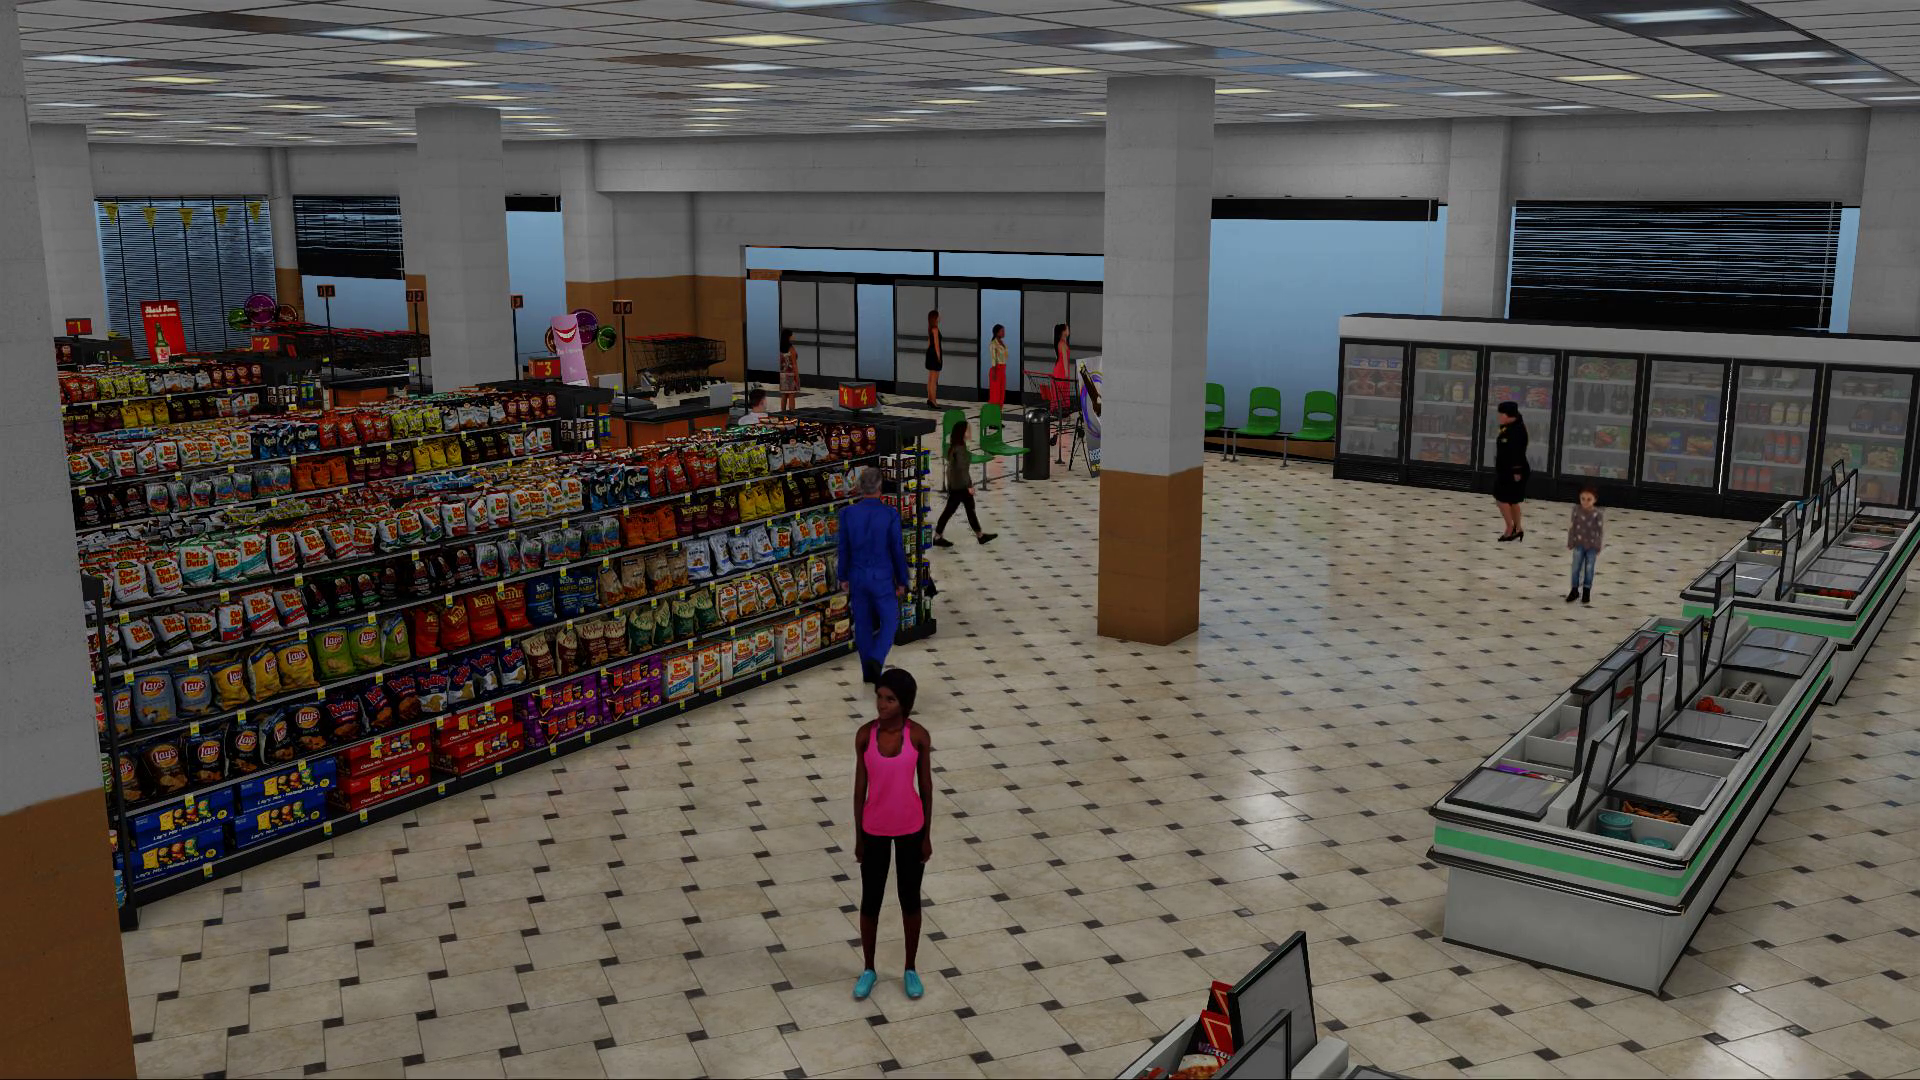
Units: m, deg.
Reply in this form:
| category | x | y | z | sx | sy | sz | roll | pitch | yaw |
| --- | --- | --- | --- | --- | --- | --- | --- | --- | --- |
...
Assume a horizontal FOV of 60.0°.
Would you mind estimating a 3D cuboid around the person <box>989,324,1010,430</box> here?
| category | x | y | z | sx | sy | sz | roll | pitch | yaw |
| --- | --- | --- | --- | --- | --- | --- | --- | --- | --- |
| person | 0.647 | -2.800 | 28.482 | 0.686 | 1.792 | 0.511 | 6 | 13 | 26 |

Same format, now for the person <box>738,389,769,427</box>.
| category | x | y | z | sx | sy | sz | roll | pitch | yaw |
| --- | --- | --- | --- | --- | --- | --- | --- | --- | --- |
| person | -2.252 | -0.778 | 18.733 | 0.719 | 1.852 | 0.690 | 2 | 12 | 11 |

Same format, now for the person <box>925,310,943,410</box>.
| category | x | y | z | sx | sy | sz | roll | pitch | yaw |
| --- | --- | --- | --- | --- | --- | --- | --- | --- | --- |
| person | -0.488 | -3.366 | 31.067 | 0.713 | 1.834 | 0.672 | -3 | 12 | -15 |

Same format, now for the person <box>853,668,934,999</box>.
| category | x | y | z | sx | sy | sz | roll | pitch | yaw |
| --- | --- | --- | --- | --- | --- | --- | --- | --- | --- |
| person | -0.338 | 1.465 | 8.394 | 0.656 | 1.725 | 0.695 | 0 | 12 | 1 |

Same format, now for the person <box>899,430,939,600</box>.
| category | x | y | z | sx | sy | sz | roll | pitch | yaw |
| --- | --- | --- | --- | --- | --- | --- | --- | --- | --- |
| person | -0.428 | -0.171 | 15.983 | 0.753 | 1.798 | 0.676 | 7 | 14 | 29 |

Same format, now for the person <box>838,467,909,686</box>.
| category | x | y | z | sx | sy | sz | roll | pitch | yaw |
| --- | --- | --- | --- | --- | --- | --- | --- | --- | --- |
| person | -0.728 | 0.339 | 13.534 | 0.977 | 1.809 | 1.114 | 2 | 12 | 11 |

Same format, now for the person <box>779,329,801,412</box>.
| category | x | y | z | sx | sy | sz | roll | pitch | yaw |
| --- | --- | --- | --- | --- | --- | --- | --- | --- | --- |
| person | -3.014 | -2.882 | 29.235 | 0.603 | 1.643 | 0.693 | -11 | 16 | -42 |

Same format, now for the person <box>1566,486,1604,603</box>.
| category | x | y | z | sx | sy | sz | roll | pitch | yaw |
| --- | --- | --- | --- | --- | --- | --- | --- | --- | --- |
| person | 6.223 | 0.036 | 16.498 | 0.509 | 1.180 | 0.539 | 6 | 13 | 26 |

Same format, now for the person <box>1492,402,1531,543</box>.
| category | x | y | z | sx | sy | sz | roll | pitch | yaw |
| --- | --- | --- | --- | --- | --- | --- | --- | --- | --- |
| person | 6.416 | -0.754 | 19.126 | 0.963 | 1.645 | 0.838 | 2 | 12 | 8 |

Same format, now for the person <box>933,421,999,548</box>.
| category | x | y | z | sx | sy | sz | roll | pitch | yaw |
| --- | --- | --- | --- | --- | --- | --- | --- | --- | --- |
| person | -0.085 | -0.599 | 18.898 | 0.946 | 1.435 | 1.001 | 1 | 12 | 5 |

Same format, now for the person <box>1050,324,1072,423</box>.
| category | x | y | z | sx | sy | sz | roll | pitch | yaw |
| --- | --- | --- | --- | --- | --- | --- | --- | --- | --- |
| person | 1.800 | -2.962 | 29.414 | 0.762 | 1.726 | 0.714 | -3 | 12 | -14 |
